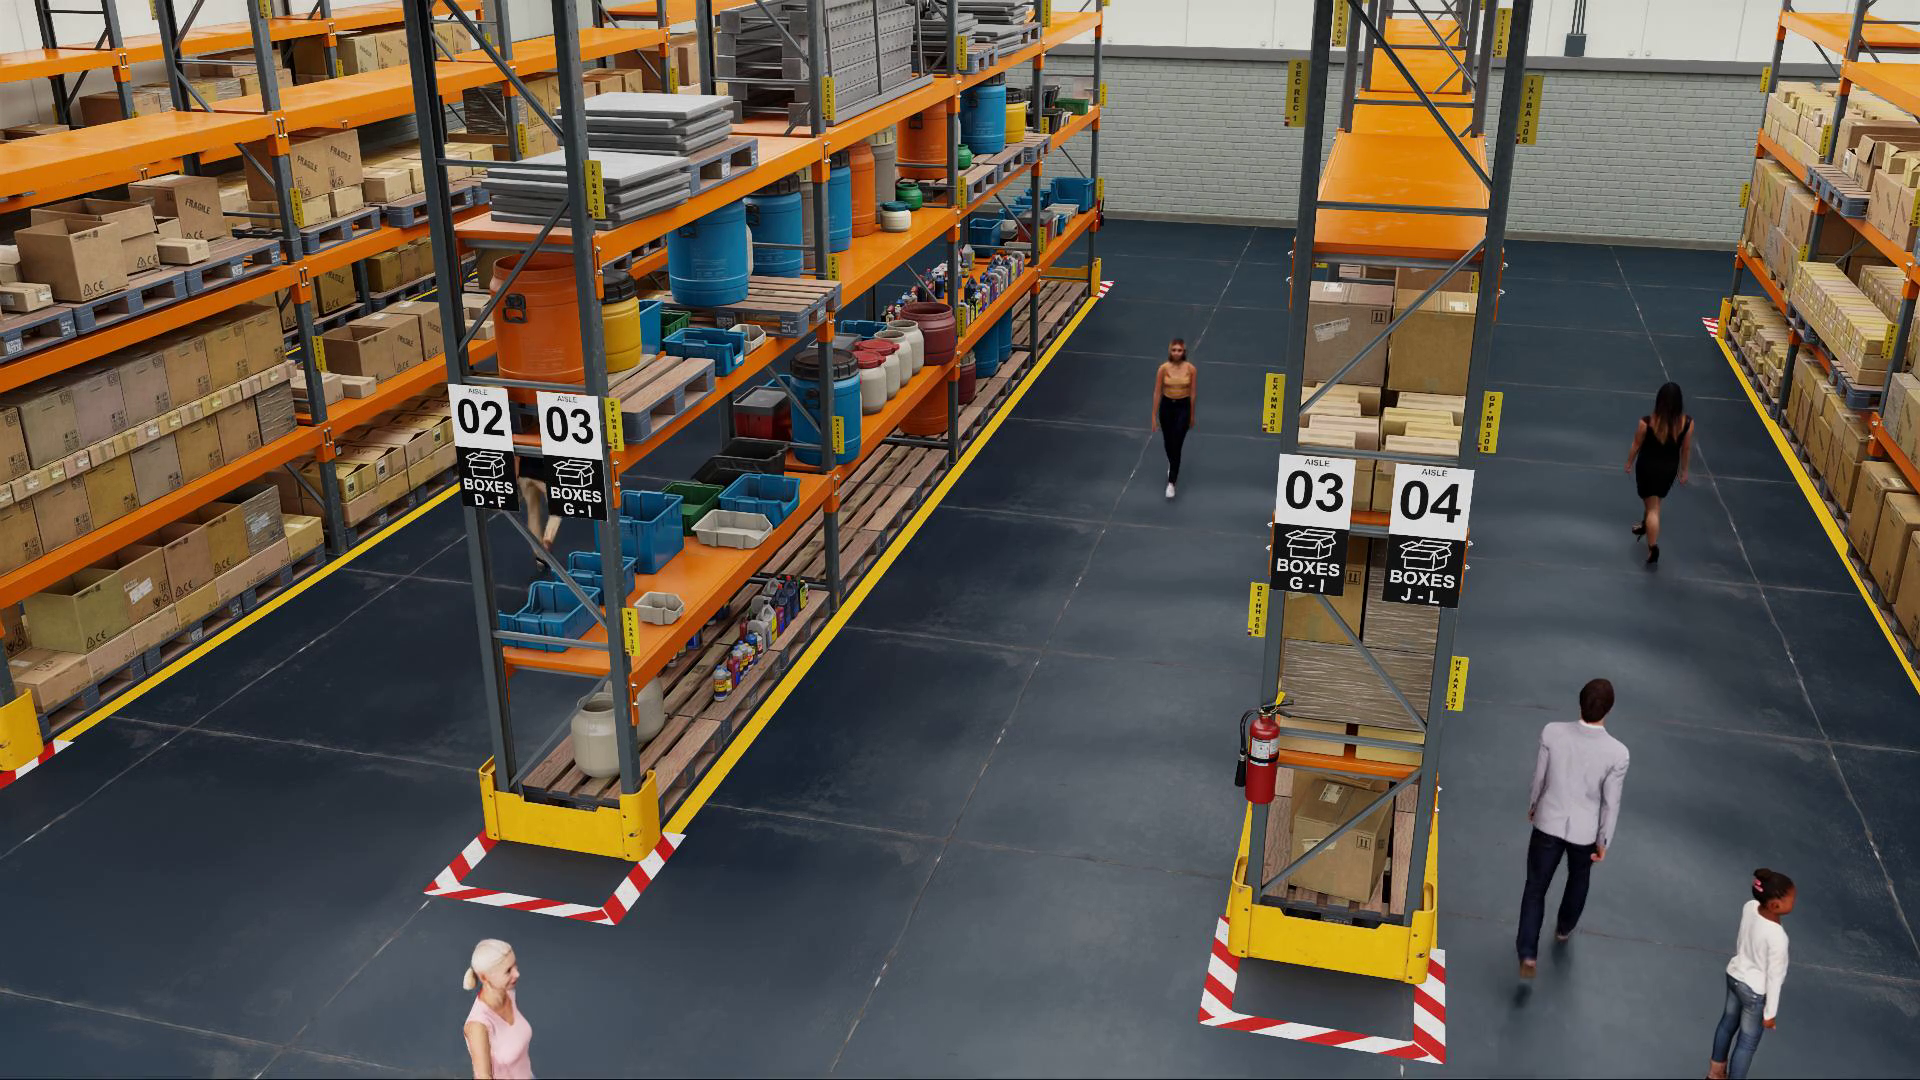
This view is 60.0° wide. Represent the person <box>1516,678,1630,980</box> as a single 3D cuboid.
[{"bbox_3d":[3.486,1.691,9.605,0.812,1.813,1.237,10,24,24],"label":"person"}]

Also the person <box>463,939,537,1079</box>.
[{"bbox_3d":[-2.166,2.560,7.628,0.626,1.700,0.981,5,23,11],"label":"person"}]

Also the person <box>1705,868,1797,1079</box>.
[{"bbox_3d":[4.087,2.306,8.578,0.632,1.451,0.494,0,22,-1],"label":"person"}]

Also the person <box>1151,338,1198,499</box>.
[{"bbox_3d":[2.222,-1.306,17.231,0.637,1.587,1.147,4,23,10],"label":"person"}]

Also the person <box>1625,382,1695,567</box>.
[{"bbox_3d":[6.444,-0.565,15.316,0.813,1.665,1.098,1,22,3],"label":"person"}]
